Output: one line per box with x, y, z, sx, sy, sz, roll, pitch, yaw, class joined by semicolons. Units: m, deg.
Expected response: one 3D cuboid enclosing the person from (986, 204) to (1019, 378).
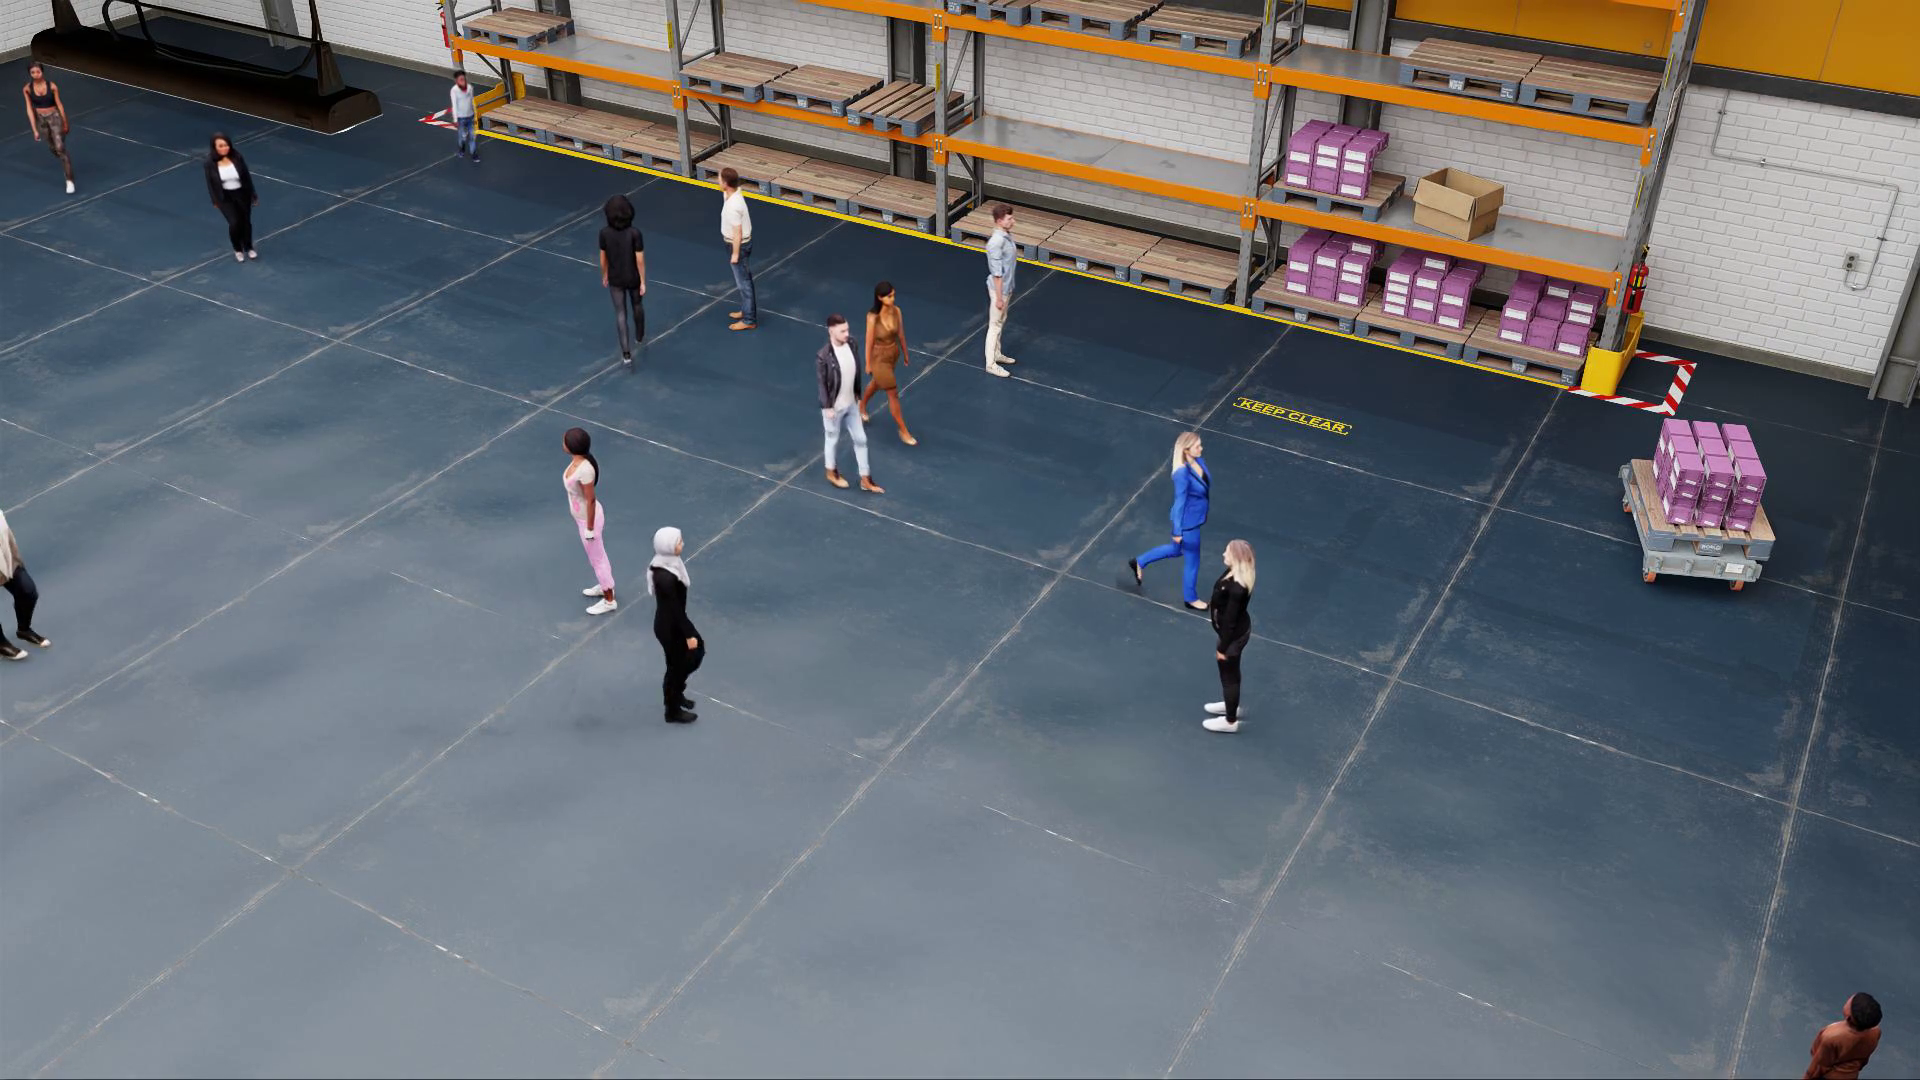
0.426;-2.641;17.402;0.631;1.846;0.706;8;34;12;person

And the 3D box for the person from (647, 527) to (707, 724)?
-2.248;0.683;12.474;0.768;1.765;0.723;-4;34;-6;person

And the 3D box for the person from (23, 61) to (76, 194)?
-11.925;-5.461;21.813;1.081;1.660;1.168;-9;35;-14;person

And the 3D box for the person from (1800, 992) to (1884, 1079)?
4.952;3.017;9.424;0.585;1.254;0.652;-7;34;-10;person

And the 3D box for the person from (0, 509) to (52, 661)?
-7.813;0.137;13.194;0.740;1.878;0.766;10;35;15;person

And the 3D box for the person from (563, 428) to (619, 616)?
-3.071;-0.176;13.788;0.712;1.742;0.651;-9;35;-13;person

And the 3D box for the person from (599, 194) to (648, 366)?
-3.559;-2.717;17.559;1.164;1.799;1.120;-3;34;-4;person

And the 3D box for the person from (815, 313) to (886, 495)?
-1.176;-1.297;15.406;0.986;1.817;0.820;29;43;36;person

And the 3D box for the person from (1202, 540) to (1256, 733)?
2.061;0.713;12.501;0.621;1.685;0.652;8;35;12;person

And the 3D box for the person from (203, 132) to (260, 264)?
-8.691;-4.109;19.834;0.736;1.599;0.744;-26;42;-33;person

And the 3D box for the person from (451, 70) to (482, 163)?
-6.779;-5.806;22.699;0.601;1.253;0.708;-23;40;-31;person

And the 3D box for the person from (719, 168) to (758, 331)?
-2.407;-3.211;18.255;0.763;1.851;0.750;-2;34;-2;person

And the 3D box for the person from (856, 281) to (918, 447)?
-0.801;-1.759;16.261;1.165;1.639;0.747;27;42;35;person

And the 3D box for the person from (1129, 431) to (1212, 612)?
1.789;-0.164;13.826;1.055;1.679;0.722;13;36;18;person
